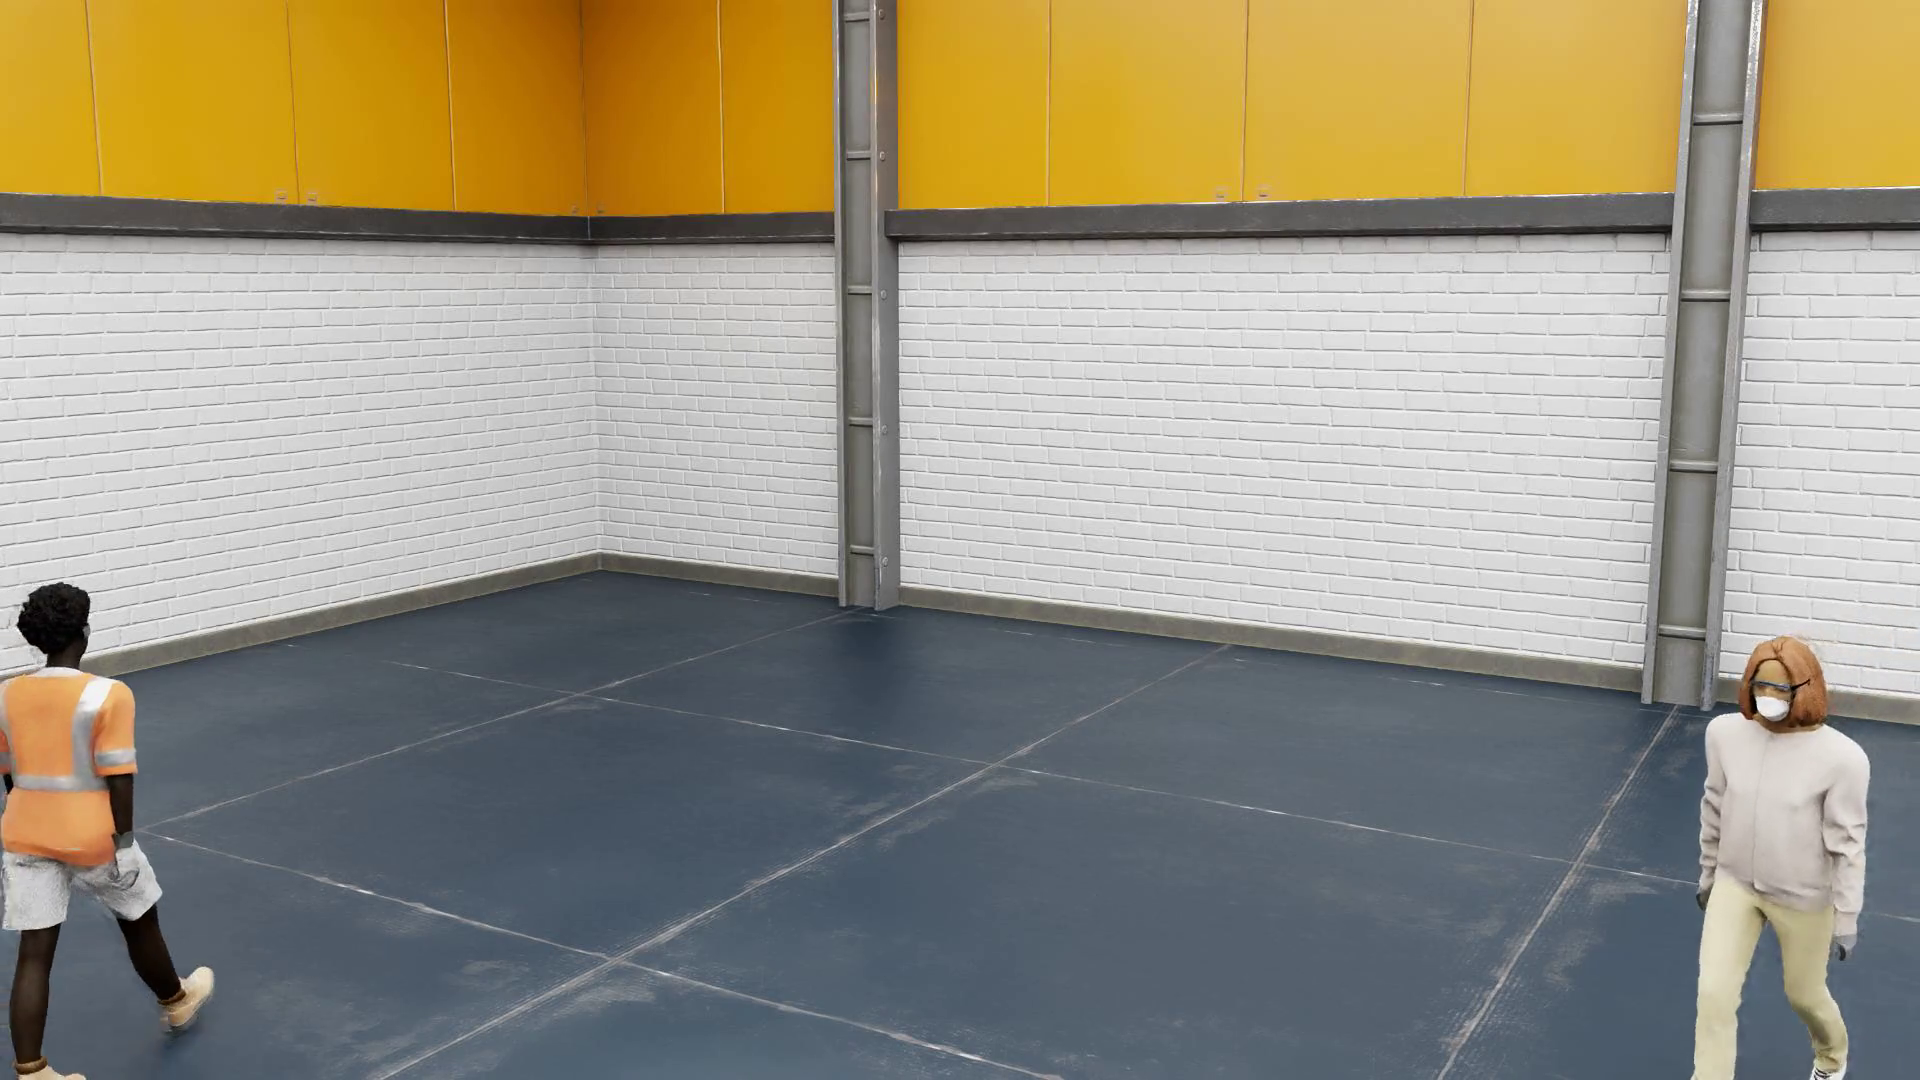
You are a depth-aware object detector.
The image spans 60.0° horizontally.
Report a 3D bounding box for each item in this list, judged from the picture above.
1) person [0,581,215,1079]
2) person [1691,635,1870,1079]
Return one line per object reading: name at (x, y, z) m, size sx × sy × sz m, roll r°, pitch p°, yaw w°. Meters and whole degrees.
person at (-2.867, 0.954, 5.446) m, size 0.548 × 1.645 × 0.889 m, roll 1°, pitch 9°, yaw 8°
person at (2.497, 1.055, 5.042) m, size 0.820 × 1.595 × 0.505 m, roll -8°, pitch 12°, yaw -40°
